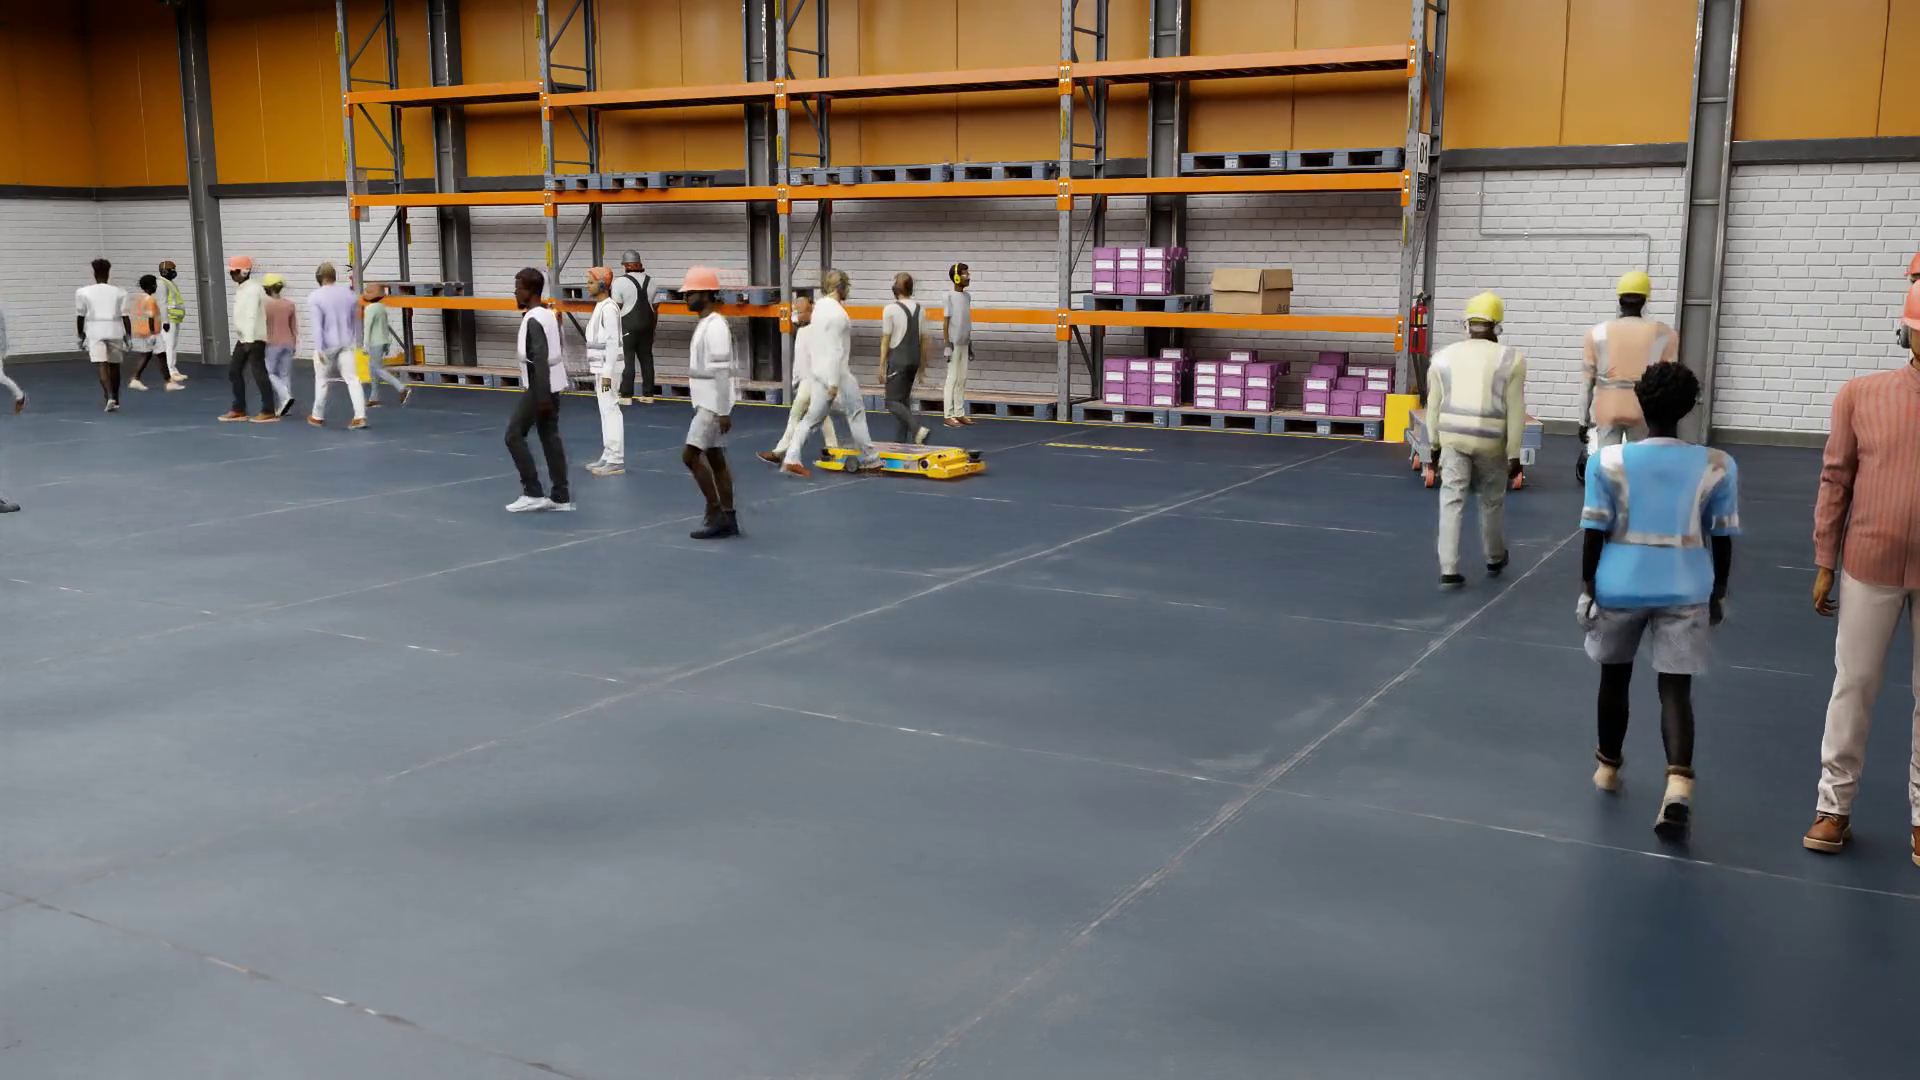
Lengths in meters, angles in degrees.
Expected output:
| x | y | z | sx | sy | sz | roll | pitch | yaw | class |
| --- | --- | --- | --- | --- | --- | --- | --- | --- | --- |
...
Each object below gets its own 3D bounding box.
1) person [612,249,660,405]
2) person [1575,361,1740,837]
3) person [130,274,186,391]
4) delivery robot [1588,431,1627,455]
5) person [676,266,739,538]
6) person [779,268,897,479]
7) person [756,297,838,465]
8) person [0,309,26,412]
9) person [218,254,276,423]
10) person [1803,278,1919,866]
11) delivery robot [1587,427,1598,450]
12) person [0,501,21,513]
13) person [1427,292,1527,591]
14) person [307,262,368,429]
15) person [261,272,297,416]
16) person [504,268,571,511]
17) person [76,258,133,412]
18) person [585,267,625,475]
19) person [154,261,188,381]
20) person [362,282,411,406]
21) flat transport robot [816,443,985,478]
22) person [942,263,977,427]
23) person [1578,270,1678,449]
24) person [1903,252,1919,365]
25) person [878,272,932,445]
| x | y | z | sx | sy | sz | roll | pitch | yaw | class |
| --- | --- | --- | --- | --- | --- | --- | --- | --- | --- |
| -4.302 | -2.800 | 21.850 | 0.535 | 2.000 | 0.677 | 10 | 14 | 44 | person |
| 2.494 | 0.197 | 5.955 | 0.539 | 1.671 | 0.798 | 3 | 10 | 16 | person |
| -11.563 | -2.955 | 23.772 | 0.713 | 1.674 | 0.542 | -9 | 13 | -40 | person |
| 5.636 | -0.736 | 14.104 | 0.477 | 0.478 | 0.707 | -1 | 10 | -8 | delivery robot |
| -1.811 | -0.960 | 11.751 | 0.532 | 1.921 | 0.577 | -3 | 10 | -17 | person |
| -1.131 | -1.475 | 14.814 | 1.049 | 1.882 | 0.627 | -5 | 11 | -27 | person |
| -1.519 | -1.473 | 15.579 | 0.862 | 1.584 | 0.530 | -3 | 10 | -15 | person |
| -11.803 | -2.307 | 20.285 | 0.504 | 1.612 | 0.704 | 2 | 10 | 12 | person |
| -8.424 | -2.340 | 19.443 | 0.729 | 1.971 | 0.636 | -8 | 13 | -38 | person |
| 3.186 | 0.100 | 5.571 | 0.609 | 1.991 | 0.384 | 6 | 11 | 29 | person |
| 5.784 | -0.862 | 14.818 | 0.477 | 0.478 | 0.707 | 3 | 11 | 18 | delivery robot |
| -7.877 | -1.129 | 12.819 | 0.938 | 1.905 | 0.551 | -2 | 10 | -13 | person |
| 3.166 | -0.611 | 10.174 | 0.616 | 1.781 | 0.914 | 6 | 12 | 32 | person |
| -7.100 | -2.193 | 18.877 | 1.041 | 1.891 | 0.631 | 8 | 13 | 39 | person |
| -8.236 | -2.356 | 20.150 | 0.502 | 1.753 | 0.537 | 6 | 12 | 32 | person |
| -3.346 | -1.157 | 12.938 | 0.626 | 1.894 | 0.606 | 0 | 10 | -2 | person |
| -10.778 | -2.587 | 20.985 | 0.606 | 1.929 | 0.958 | -7 | 12 | -36 | person |
| -3.233 | -1.534 | 15.131 | 0.356 | 1.883 | 0.573 | -4 | 11 | -19 | person |
| -12.208 | -3.385 | 25.726 | 0.430 | 1.844 | 0.624 | -2 | 10 | -11 | person |
| -7.426 | -2.499 | 21.384 | 0.683 | 1.616 | 0.504 | 0 | 10 | 2 | person |
| -0.551 | -0.747 | 15.233 | 1.431 | 0.197 | 0.652 | 6 | 12 | 30 | flat transport robot |
| -0.005 | -2.242 | 19.164 | 0.315 | 1.874 | 0.531 | 7 | 12 | 33 | person |
| 4.440 | -0.839 | 11.103 | 0.603 | 1.912 | 0.493 | 3 | 11 | 19 | person |
| 8.135 | -1.416 | 14.066 | 0.412 | 2.030 | 0.611 | 1 | 10 | 8 | person |
| -0.519 | -1.698 | 16.231 | 0.527 | 1.825 | 0.685 | -9 | 14 | -42 | person |
